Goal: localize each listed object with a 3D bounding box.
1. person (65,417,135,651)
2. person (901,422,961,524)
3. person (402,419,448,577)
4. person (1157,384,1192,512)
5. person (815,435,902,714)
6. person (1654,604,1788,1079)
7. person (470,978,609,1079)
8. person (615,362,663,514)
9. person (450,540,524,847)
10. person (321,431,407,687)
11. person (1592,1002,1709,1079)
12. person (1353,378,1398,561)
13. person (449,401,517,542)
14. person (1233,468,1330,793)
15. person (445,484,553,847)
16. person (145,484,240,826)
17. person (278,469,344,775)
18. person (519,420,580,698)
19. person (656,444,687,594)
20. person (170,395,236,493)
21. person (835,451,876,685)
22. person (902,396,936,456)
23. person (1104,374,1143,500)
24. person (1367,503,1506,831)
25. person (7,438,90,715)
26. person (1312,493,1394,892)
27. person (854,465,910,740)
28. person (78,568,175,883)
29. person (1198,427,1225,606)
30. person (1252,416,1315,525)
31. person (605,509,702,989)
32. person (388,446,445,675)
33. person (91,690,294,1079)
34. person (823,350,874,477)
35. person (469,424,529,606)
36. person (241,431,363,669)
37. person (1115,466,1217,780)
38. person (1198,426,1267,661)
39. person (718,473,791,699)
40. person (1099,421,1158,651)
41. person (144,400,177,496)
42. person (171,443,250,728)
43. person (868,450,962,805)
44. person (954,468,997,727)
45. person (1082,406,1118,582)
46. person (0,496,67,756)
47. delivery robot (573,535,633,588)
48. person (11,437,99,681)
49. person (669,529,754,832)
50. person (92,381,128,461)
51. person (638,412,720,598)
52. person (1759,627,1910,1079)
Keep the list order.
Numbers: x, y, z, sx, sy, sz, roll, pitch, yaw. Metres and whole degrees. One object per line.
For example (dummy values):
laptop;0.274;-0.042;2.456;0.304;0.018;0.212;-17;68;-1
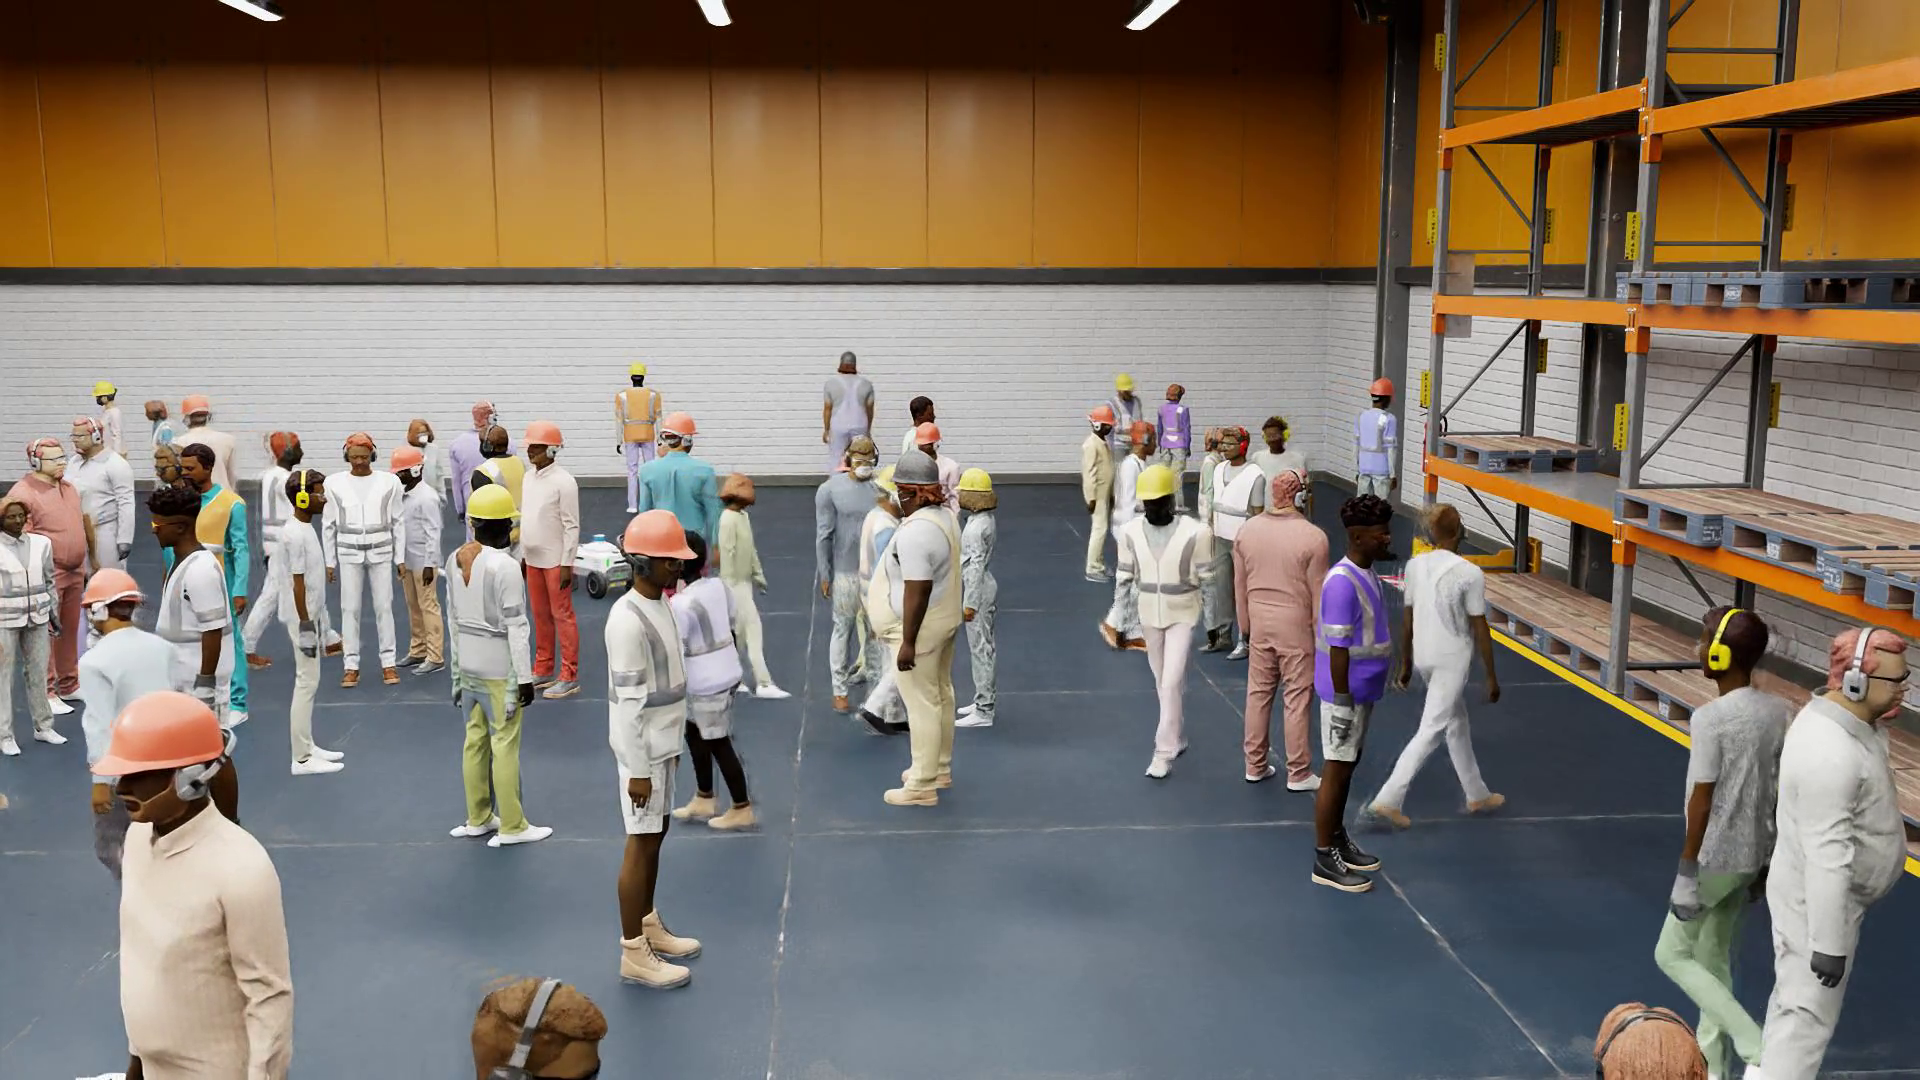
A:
person;-6.876;-0.026;13.244;0.654;1.906;0.406;4;10;23
person;-0.274;-0.165;14.597;0.564;1.749;0.341;3;9;16
person;-5.338;-0.403;16.519;0.322;1.617;0.510;6;11;34
person;2.741;-1.177;21.312;0.514;1.639;0.309;9;13;44
person;-0.686;0.234;11.527;0.632;1.934;0.368;-3;10;-20
person;2.766;1.160;5.958;0.544;1.853;0.516;-6;11;-33
person;-0.817;1.665;3.027;0.948;1.784;0.547;4;10;24
person;-4.077;-1.293;21.134;0.594;1.924;0.383;-2;9;-14
person;-2.529;0.809;8.850;0.508;1.632;0.274;7;11;36
person;-4.386;0.140;12.262;0.583;1.887;0.350;-3;10;-20
person;1.308;1.704;3.282;0.519;1.622;0.439;1;9;5
person;4.444;-0.750;17.693;0.375;1.935;0.551;-6;11;-34
person;-4.235;-0.302;14.981;0.638;1.907;0.408;1;9;6
person;1.922;0.525;9.782;0.646;1.908;0.408;9;12;43
person;-2.474;0.663;8.852;0.585;1.928;0.368;7;11;36
person;-3.958;0.680;8.626;0.364;1.962;0.613;-5;11;-31
person;-3.964;0.497;10.124;0.328;1.862;0.502;-2;9;-14
person;-2.971;0.131;11.969;0.611;1.997;0.375;8;12;40
person;-2.374;0.000;13.919;0.309;1.637;0.522;-3;10;-19
person;-6.848;-0.334;15.034;0.612;1.940;1.020;-9;13;-44
person;-0.755;0.191;12.353;0.330;1.750;0.572;-1;9;-5
person;-0.384;-0.371;15.370;0.383;1.918;0.597;-1;9;-3
person;2.083;-1.216;21.082;0.628;1.790;0.518;-5;10;-28
person;2.631;0.694;9.131;0.985;1.785;0.572;-5;10;-28
person;-6.279;0.241;11.565;0.407;1.908;0.641;1;9;5
person;1.951;0.736;8.268;0.364;1.964;0.611;4;10;24
person;-0.438;0.412;10.789;0.418;1.806;0.596;-2;9;-12
person;-3.681;0.987;7.449;0.541;1.720;0.598;2;9;12
person;2.336;-0.220;15.294;0.307;1.639;0.525;3;9;16
person;2.827;-0.183;14.521;0.597;1.815;0.972;4;10;24
person;-1.297;0.879;7.137;0.391;2.039;0.615;0;9;2
person;-4.156;0.146;12.670;0.339;1.742;0.563;-8;12;-43
person;-1.959;1.357;4.281;0.612;1.996;0.388;6;11;35
person;-1.500;-1.517;22.181;0.689;2.000;0.535;-2;9;-14
person;-3.709;-0.007;13.328;0.429;1.844;0.627;3;9;17
person;-5.227;0.072;12.897;1.001;1.836;0.579;-5;10;-29
person;1.214;0.486;10.095;0.598;1.876;0.907;5;10;29
person;2.184;0.019;13.146;0.389;1.846;0.567;-6;11;-31
person;-1.494;0.328;11.938;0.612;1.603;0.546;1;9;7
person;1.401;-0.020;13.377;0.467;1.864;0.640;3;9;17
person;-9.023;-0.794;18.964;0.415;1.620;0.524;-8;12;-41
person;-5.016;0.302;11.143;0.587;1.920;0.395;3;10;19
person;-0.266;0.494;9.556;0.536;2.000;0.676;3;9;17
person;0.104;0.382;11.192;0.294;1.744;0.487;1;9;7
person;1.405;-0.464;16.520;0.361;1.741;0.570;3;10;19
person;-5.980;0.532;10.574;0.309;1.641;0.514;5;10;30
delivery robot;-3.416;0.192;15.798;0.707;0.478;0.477;8;12;43
person;-6.745;0.147;12.414;0.539;1.831;0.370;-5;11;-30
person;-1.397;0.771;8.957;0.556;1.656;0.538;2;9;12
person;-10.213;-1.030;20.018;0.339;1.761;0.524;-7;12;-39
person;-2.123;0.023;12.662;0.622;1.991;0.376;1;9;4
person;2.893;1.214;5.512;0.398;1.900;0.650;5;10;29
